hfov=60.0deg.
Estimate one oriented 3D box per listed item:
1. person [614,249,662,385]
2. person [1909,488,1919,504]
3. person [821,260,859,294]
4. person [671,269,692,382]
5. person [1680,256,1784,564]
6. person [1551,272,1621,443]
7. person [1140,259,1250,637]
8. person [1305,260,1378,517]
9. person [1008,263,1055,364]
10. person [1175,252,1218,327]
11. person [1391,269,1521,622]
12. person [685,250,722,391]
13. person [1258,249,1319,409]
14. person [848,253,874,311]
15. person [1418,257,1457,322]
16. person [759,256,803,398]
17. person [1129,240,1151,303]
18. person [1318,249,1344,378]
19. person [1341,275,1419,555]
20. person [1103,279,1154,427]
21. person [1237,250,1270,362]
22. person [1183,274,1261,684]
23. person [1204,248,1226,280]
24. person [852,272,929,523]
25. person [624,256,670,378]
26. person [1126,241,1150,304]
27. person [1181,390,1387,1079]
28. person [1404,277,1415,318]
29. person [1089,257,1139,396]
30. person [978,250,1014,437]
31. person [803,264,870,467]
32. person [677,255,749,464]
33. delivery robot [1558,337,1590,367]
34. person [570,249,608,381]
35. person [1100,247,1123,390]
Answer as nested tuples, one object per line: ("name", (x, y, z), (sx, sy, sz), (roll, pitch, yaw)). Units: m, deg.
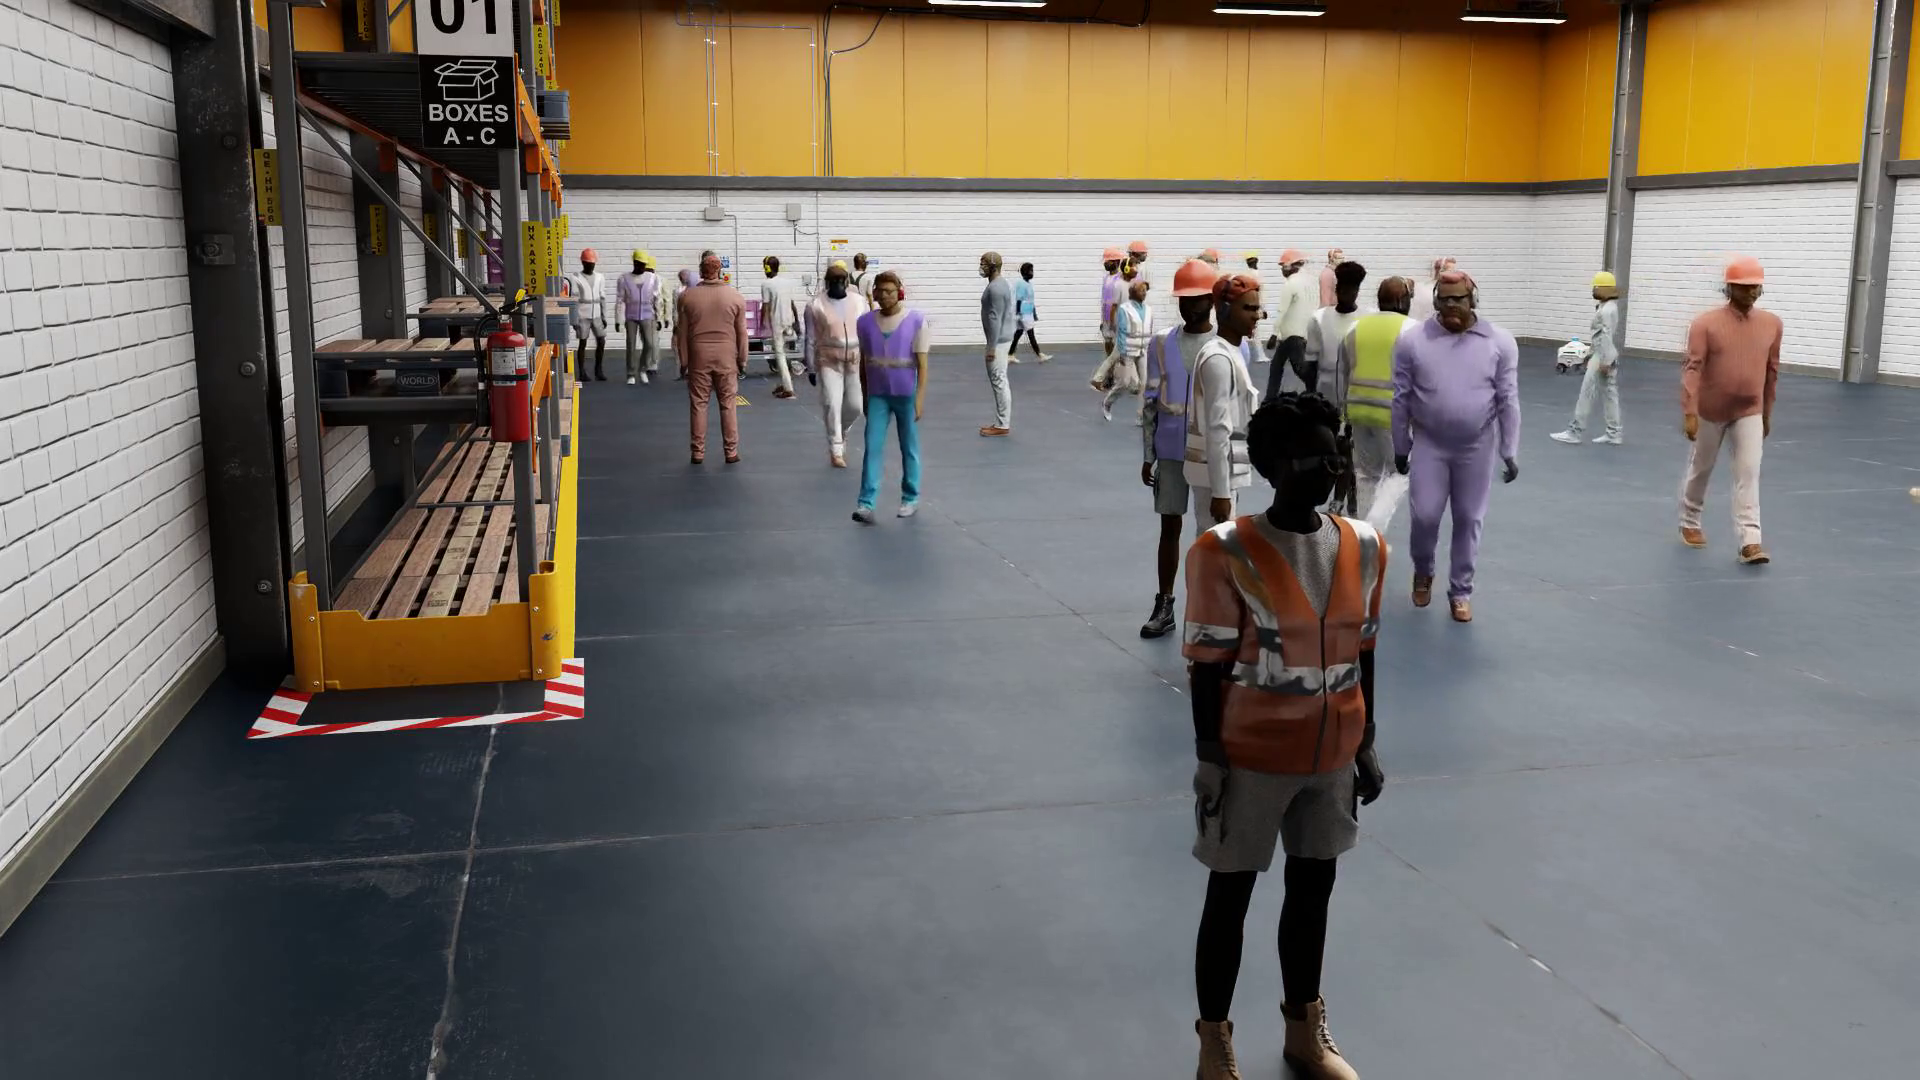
("person", (-4.536, -3.129, 23.406), (0.680, 1.902, 0.549), (-3, 11, -19))
("person", (7.636, -1.048, 12.209), (0.981, 1.786, 0.661), (7, 12, 34))
("person", (-1.607, -2.882, 22.432), (0.522, 1.769, 0.317), (-2, 10, -9))
("person", (-3.948, -3.074, 23.882), (0.531, 1.618, 0.532), (-10, 14, -43))
("person", (4.942, -0.845, 10.687), (0.645, 1.938, 1.044), (1, 10, 5))
("person", (6.362, -1.820, 16.695), (0.598, 1.729, 0.498), (5, 11, 27))
("person", (1.181, -0.446, 8.465), (0.544, 1.939, 0.354), (4, 11, 22))
("person", (2.813, -1.058, 11.975), (0.609, 1.905, 1.008), (7, 12, 34))
("person", (1.142, -3.695, 27.231), (0.855, 1.646, 0.544), (3, 11, 15))
("person", (2.399, -1.795, 15.995), (0.663, 1.910, 0.810), (-7, 13, -35))
("person", (2.650, -0.498, 8.912), (0.664, 1.889, 0.428), (2, 11, 13))
("person", (-3.347, -2.955, 22.494), (0.959, 1.891, 0.650), (6, 12, 30))
("person", (3.874, -2.367, 19.105), (1.029, 1.947, 0.614), (4, 11, 22))
("person", (-1.487, -3.341, 24.757), (0.505, 1.846, 0.347), (5, 12, 27))
("person", (4.867, -1.894, 16.696), (0.974, 1.855, 0.662), (4, 11, 23))
("person", (-2.337, -2.754, 21.559), (0.667, 1.827, 0.572), (8, 13, 39))
("person", (2.878, -3.825, 26.942), (0.604, 2.017, 0.622), (0, 10, 2))
("person", (5.506, -3.334, 24.549), (0.399, 1.909, 0.642), (5, 11, 27))
("person", (2.673, -0.757, 10.529), (0.496, 1.817, 0.644), (-10, 14, -43))
("person", (1.868, -2.047, 18.201), (0.515, 1.619, 0.662), (-6, 12, -32))
("person", (4.778, -3.870, 27.608), (0.961, 1.869, 0.631), (-6, 12, -30))
("person", (1.205, -0.268, 7.635), (0.357, 1.881, 0.574), (2, 10, 11))
("person", (3.908, -3.655, 26.342), (0.881, 1.900, 0.557), (-7, 12, -33))
("person", (-0.503, -1.015, 11.982), (0.574, 1.803, 0.929), (3, 11, 15))
("person", (-4.648, -3.290, 24.603), (0.625, 1.796, 0.706), (1, 10, 4))
("person", (2.964, -4.000, 27.935), (0.447, 2.028, 0.606), (0, 10, 2))
("person", (0.760, 0.497, 3.899), (0.536, 1.699, 0.318), (-4, 11, -22))
("person", (5.132, -2.294, 19.616), (0.732, 1.608, 0.503), (5, 11, 25))
("person", (2.122, -2.817, 21.956), (0.985, 1.821, 0.517), (6, 12, 31))
("person", (0.375, -2.032, 17.299), (0.377, 1.932, 0.637), (0, 10, 1))
("person", (-1.107, -1.593, 15.138), (0.642, 1.822, 0.652), (-4, 11, -21))
("person", (-2.251, -1.641, 15.199), (0.641, 1.900, 0.402), (-1, 10, -7))
("delivery robot", (9.355, -2.844, 25.320), (0.477, 0.478, 0.707), (6, 12, 32))
("person", (-5.342, -3.224, 23.977), (0.562, 1.909, 0.499), (-9, 13, -40))
("person", (2.068, -3.000, 22.615), (0.375, 1.935, 0.551), (-6, 12, -31))
